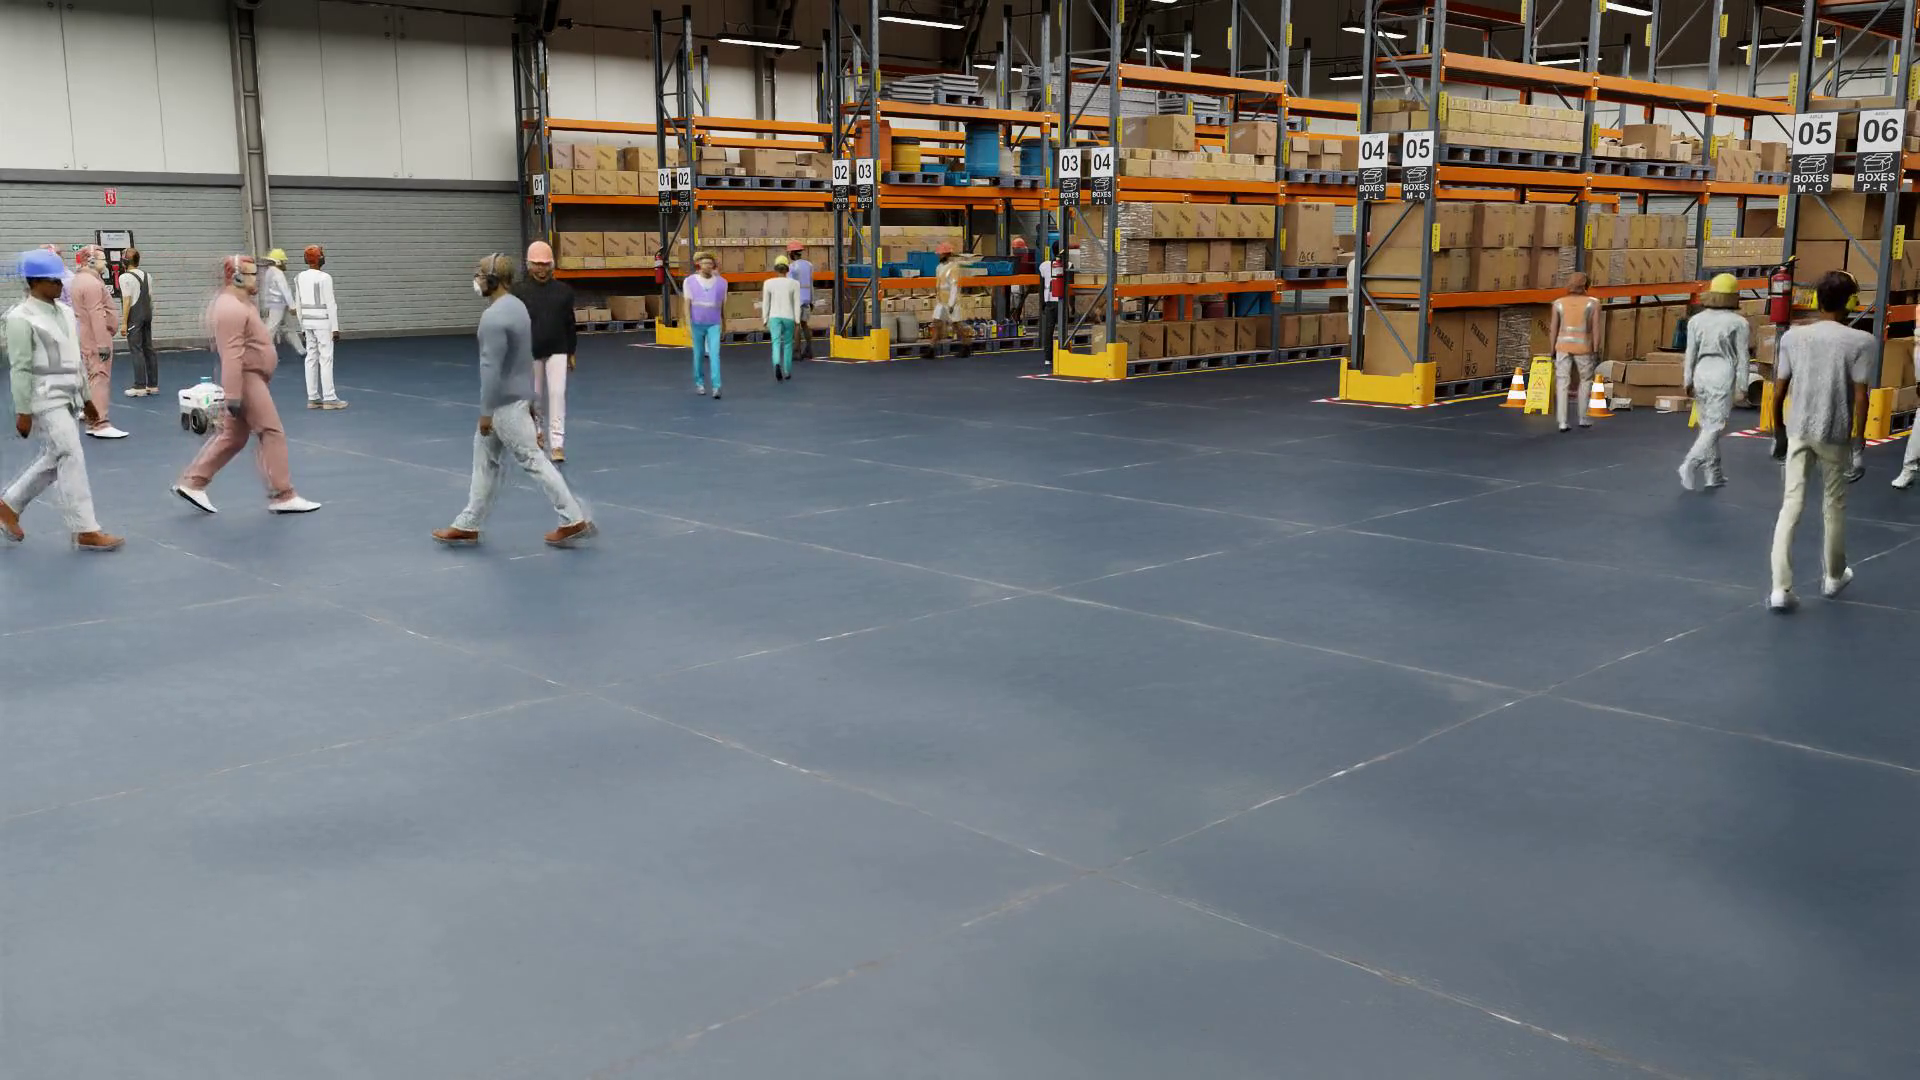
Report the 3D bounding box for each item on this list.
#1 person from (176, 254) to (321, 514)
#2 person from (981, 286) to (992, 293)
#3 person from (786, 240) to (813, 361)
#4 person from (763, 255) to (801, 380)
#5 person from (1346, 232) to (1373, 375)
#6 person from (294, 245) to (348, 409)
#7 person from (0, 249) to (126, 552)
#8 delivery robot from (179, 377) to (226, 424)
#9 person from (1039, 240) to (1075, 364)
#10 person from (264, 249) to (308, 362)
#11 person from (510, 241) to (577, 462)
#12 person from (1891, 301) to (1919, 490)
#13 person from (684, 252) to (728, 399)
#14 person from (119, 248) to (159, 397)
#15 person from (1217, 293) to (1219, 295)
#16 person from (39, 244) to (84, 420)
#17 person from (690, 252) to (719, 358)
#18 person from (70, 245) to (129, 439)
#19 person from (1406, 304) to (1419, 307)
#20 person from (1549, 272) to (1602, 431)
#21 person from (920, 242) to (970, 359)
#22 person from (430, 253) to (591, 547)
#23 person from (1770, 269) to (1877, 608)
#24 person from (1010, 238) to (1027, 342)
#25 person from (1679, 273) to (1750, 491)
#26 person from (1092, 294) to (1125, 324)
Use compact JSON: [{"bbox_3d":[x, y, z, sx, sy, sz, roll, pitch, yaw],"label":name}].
[{"bbox_3d":[-5.205,-1.115,11.978,0.927,1.875,0.652,-4,11,-21],"label":"person"},{"bbox_3d":[0.734,-5.914,38.295,0.980,1.827,0.547,-10,14,-44],"label":"person"},{"bbox_3d":[-2.601,-3.849,26.724,0.390,1.925,0.579,8,13,36],"label":"person"},{"bbox_3d":[-2.477,-3.084,23.090,0.528,1.737,0.805,-1,10,-5],"label":"person"},{"bbox_3d":[5.372,-3.081,22.218,0.369,2.045,0.608,-2,11,-11],"label":"person"},{"bbox_3d":[-7.441,-2.471,19.325,0.584,1.883,0.346,5,12,27],"label":"person"},{"bbox_3d":[-5.870,-0.889,10.618,0.870,1.924,0.604,0,10,-1],"label":"person"},{"bbox_3d":[-7.786,-1.444,17.216,0.707,0.478,0.477,9,14,42],"label":"delivery robot"},{"bbox_3d":[1.516,-3.691,25.888,0.597,1.918,0.379,5,12,27],"label":"person"},{"bbox_3d":[-10.688,-3.684,26.227,0.947,1.780,0.585,-6,12,-28],"label":"person"},{"bbox_3d":[-3.804,-1.732,15.110,0.632,1.959,0.970,-4,11,-19],"label":"person"},{"bbox_3d":[7.705,-1.306,12.972,0.693,1.894,0.494,2,11,9],"label":"person"},{"bbox_3d":[-3.166,-2.689,20.770,0.554,1.801,0.972,-3,11,-14],"label":"person"},{"bbox_3d":[-10.330,-2.734,20.869,0.342,1.846,0.508,2,11,12],"label":"person"},{"bbox_3d":[6.852,-6.868,43.570,0.890,1.785,0.609,-8,13,-39],"label":"person"},{"bbox_3d":[-9.790,-2.250,18.062,0.652,1.906,0.402,7,12,33],"label":"person"},{"bbox_3d":[-4.191,-3.842,27.287,0.563,1.734,0.341,4,11,21],"label":"person"},{"bbox_3d":[-8.574,-1.974,16.563,0.402,1.904,0.652,-8,13,-38],"label":"person"},{"bbox_3d":[7.369,-3.667,26.512,0.513,1.642,0.313,6,12,29],"label":"person"},{"bbox_3d":[6.372,-1.946,17.165,0.540,1.614,0.674,7,13,35],"label":"person"},{"bbox_3d":[-0.200,-3.902,27.137,0.985,1.892,0.560,-9,13,-39],"label":"person"},{"bbox_3d":[-2.893,-0.886,10.684,1.047,1.891,0.641,-1,10,-4],"label":"person"},{"bbox_3d":[4.685,-0.556,9.065,0.545,1.816,0.970,10,14,43],"label":"person"},{"bbox_3d":[1.097,-4.715,31.419,0.361,1.938,0.545,-4,11,-22],"label":"person"},{"bbox_3d":[5.945,-1.251,13.145,0.815,1.712,0.493,-8,13,-36],"label":"person"},{"bbox_3d":[3.368,-5.844,37.375,0.893,2.015,0.617,-10,14,-43],"label":"person"}]
